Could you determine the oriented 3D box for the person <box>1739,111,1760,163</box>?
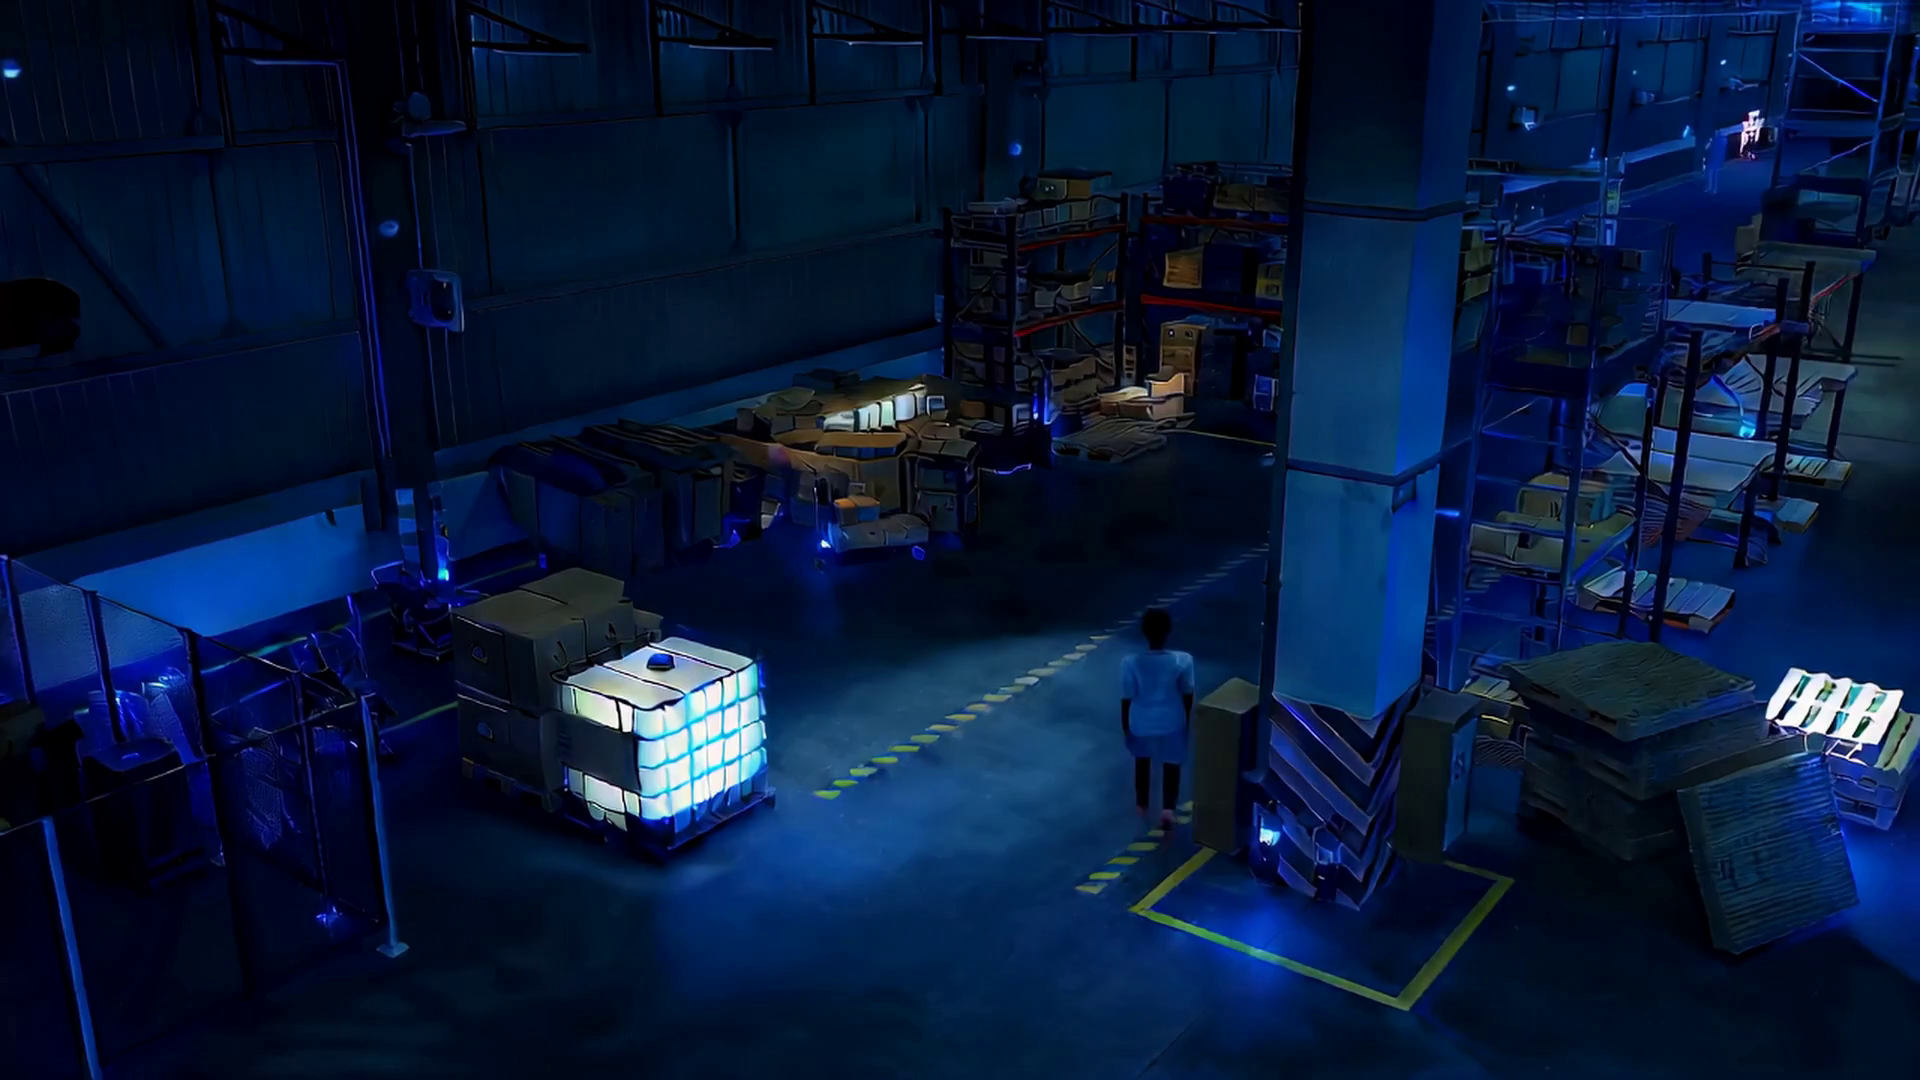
[{"bbox_3d":[28.167,-14.383,59.318,0.404,1.832,0.580,-17,25,-42],"label":"person"}]

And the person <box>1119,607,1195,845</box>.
[{"bbox_3d":[1.361,1.293,11.554,0.535,1.678,0.665,2,18,5],"label":"person"}]

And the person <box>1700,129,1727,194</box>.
[{"bbox_3d":[22.706,-11.404,50.063,0.408,1.913,0.642,-7,19,-20],"label":"person"}]

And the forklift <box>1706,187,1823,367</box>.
[{"bbox_3d":[12.725,-4.120,26.228,1.873,2.768,1.129,13,22,34],"label":"forklift"}]
